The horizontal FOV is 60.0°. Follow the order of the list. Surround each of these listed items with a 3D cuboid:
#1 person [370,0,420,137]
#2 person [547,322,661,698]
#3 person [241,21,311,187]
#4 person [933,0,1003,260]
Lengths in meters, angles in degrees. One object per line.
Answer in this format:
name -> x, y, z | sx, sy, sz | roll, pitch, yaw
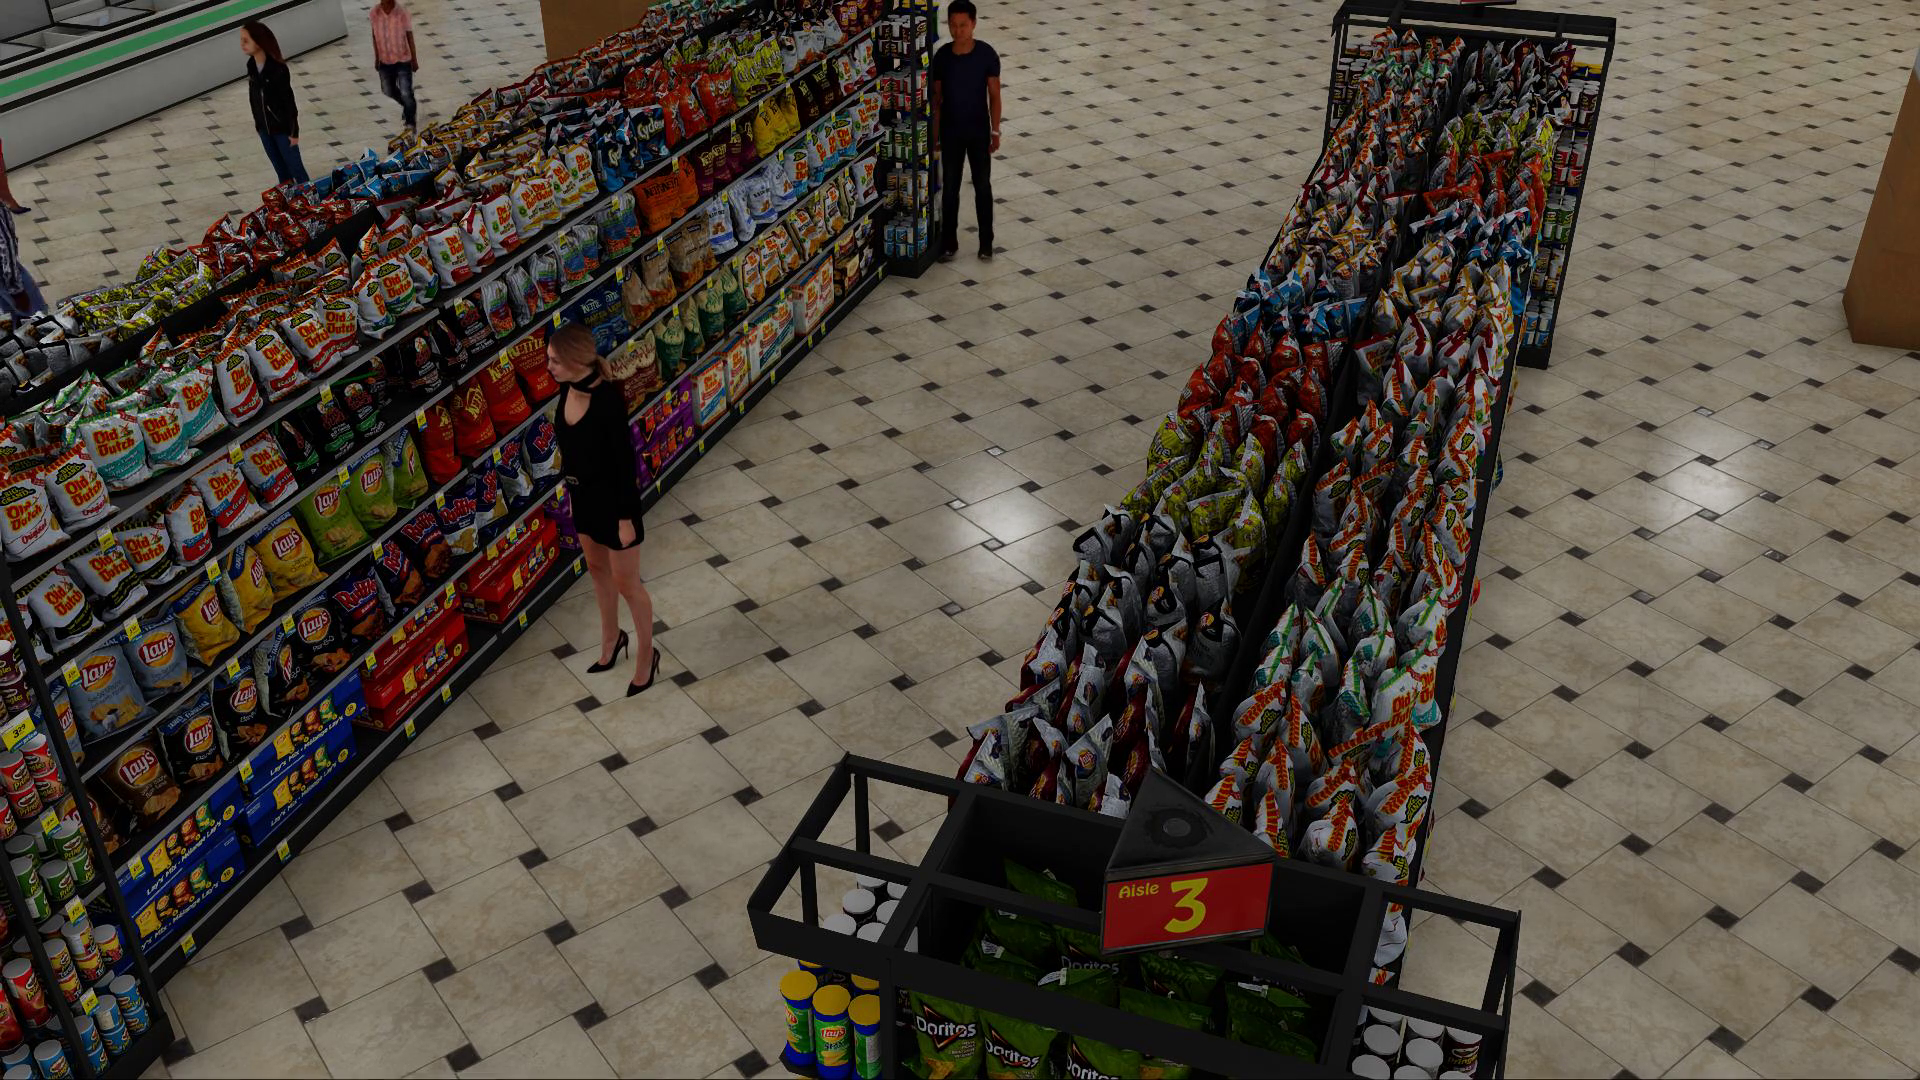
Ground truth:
person -> -4.643, -4.015, 13.753 | 0.620, 1.298, 0.749 | 2, 32, 3
person -> -1.512, -0.124, 7.056 | 0.650, 1.767, 0.640 | 25, 39, 34
person -> -4.883, -2.973, 11.904 | 0.597, 1.482, 0.553 | 17, 36, 26
person -> 0.047, -2.803, 11.347 | 0.698, 1.783, 0.646 | 3, 32, 5
